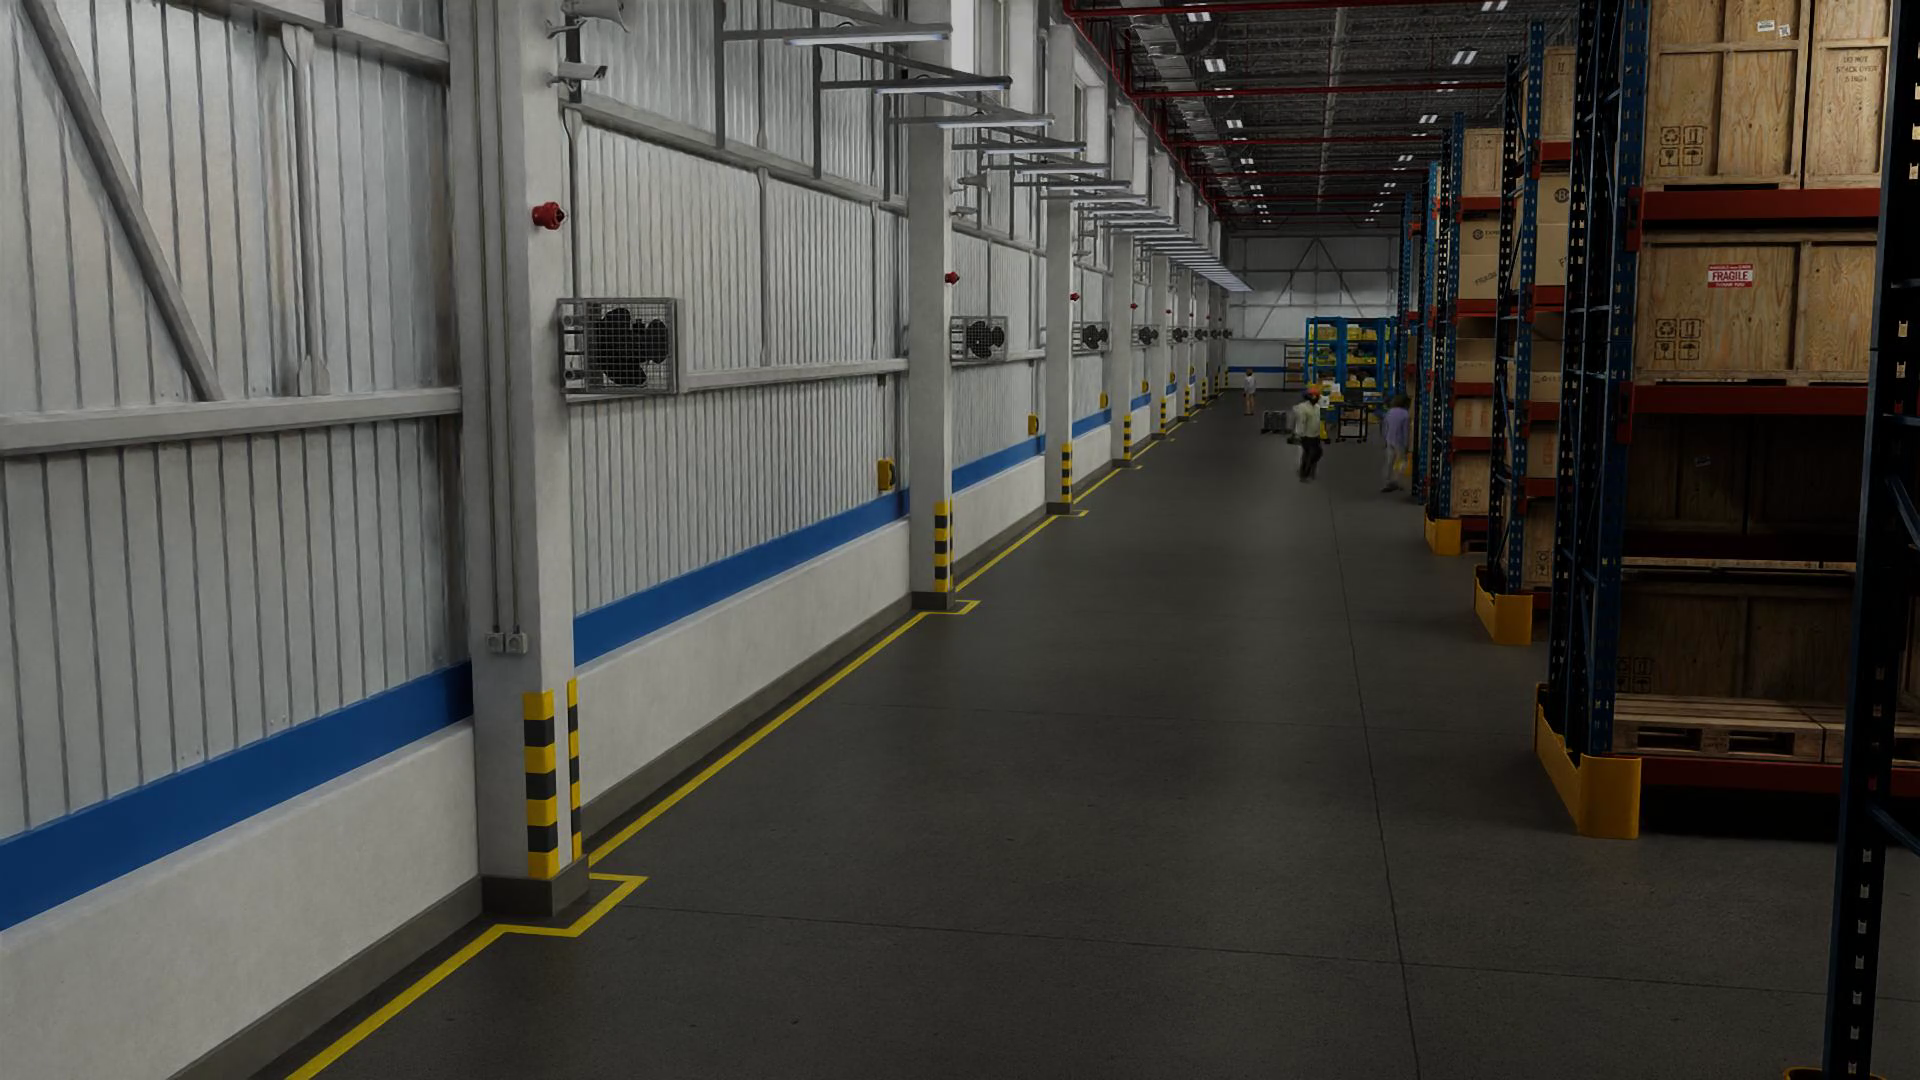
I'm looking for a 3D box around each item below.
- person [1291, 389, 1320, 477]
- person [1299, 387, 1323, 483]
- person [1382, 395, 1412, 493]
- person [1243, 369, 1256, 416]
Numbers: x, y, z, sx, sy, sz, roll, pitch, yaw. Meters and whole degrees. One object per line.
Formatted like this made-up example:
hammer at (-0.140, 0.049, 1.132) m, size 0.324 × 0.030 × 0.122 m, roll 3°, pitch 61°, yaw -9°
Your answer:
person at (7.434, -2.304, 35.768) m, size 0.650 × 1.885 × 1.002 m, roll 3°, pitch 8°, yaw 20°
person at (7.213, -2.151, 34.219) m, size 0.686 × 1.971 × 0.450 m, roll -7°, pitch 10°, yaw -44°
person at (8.450, -1.846, 32.093) m, size 0.640 × 1.901 × 0.760 m, roll -4°, pitch 8°, yaw -31°
person at (10.744, -5.491, 61.829) m, size 0.572 × 1.747 × 0.341 m, roll -5°, pitch 9°, yaw -37°
